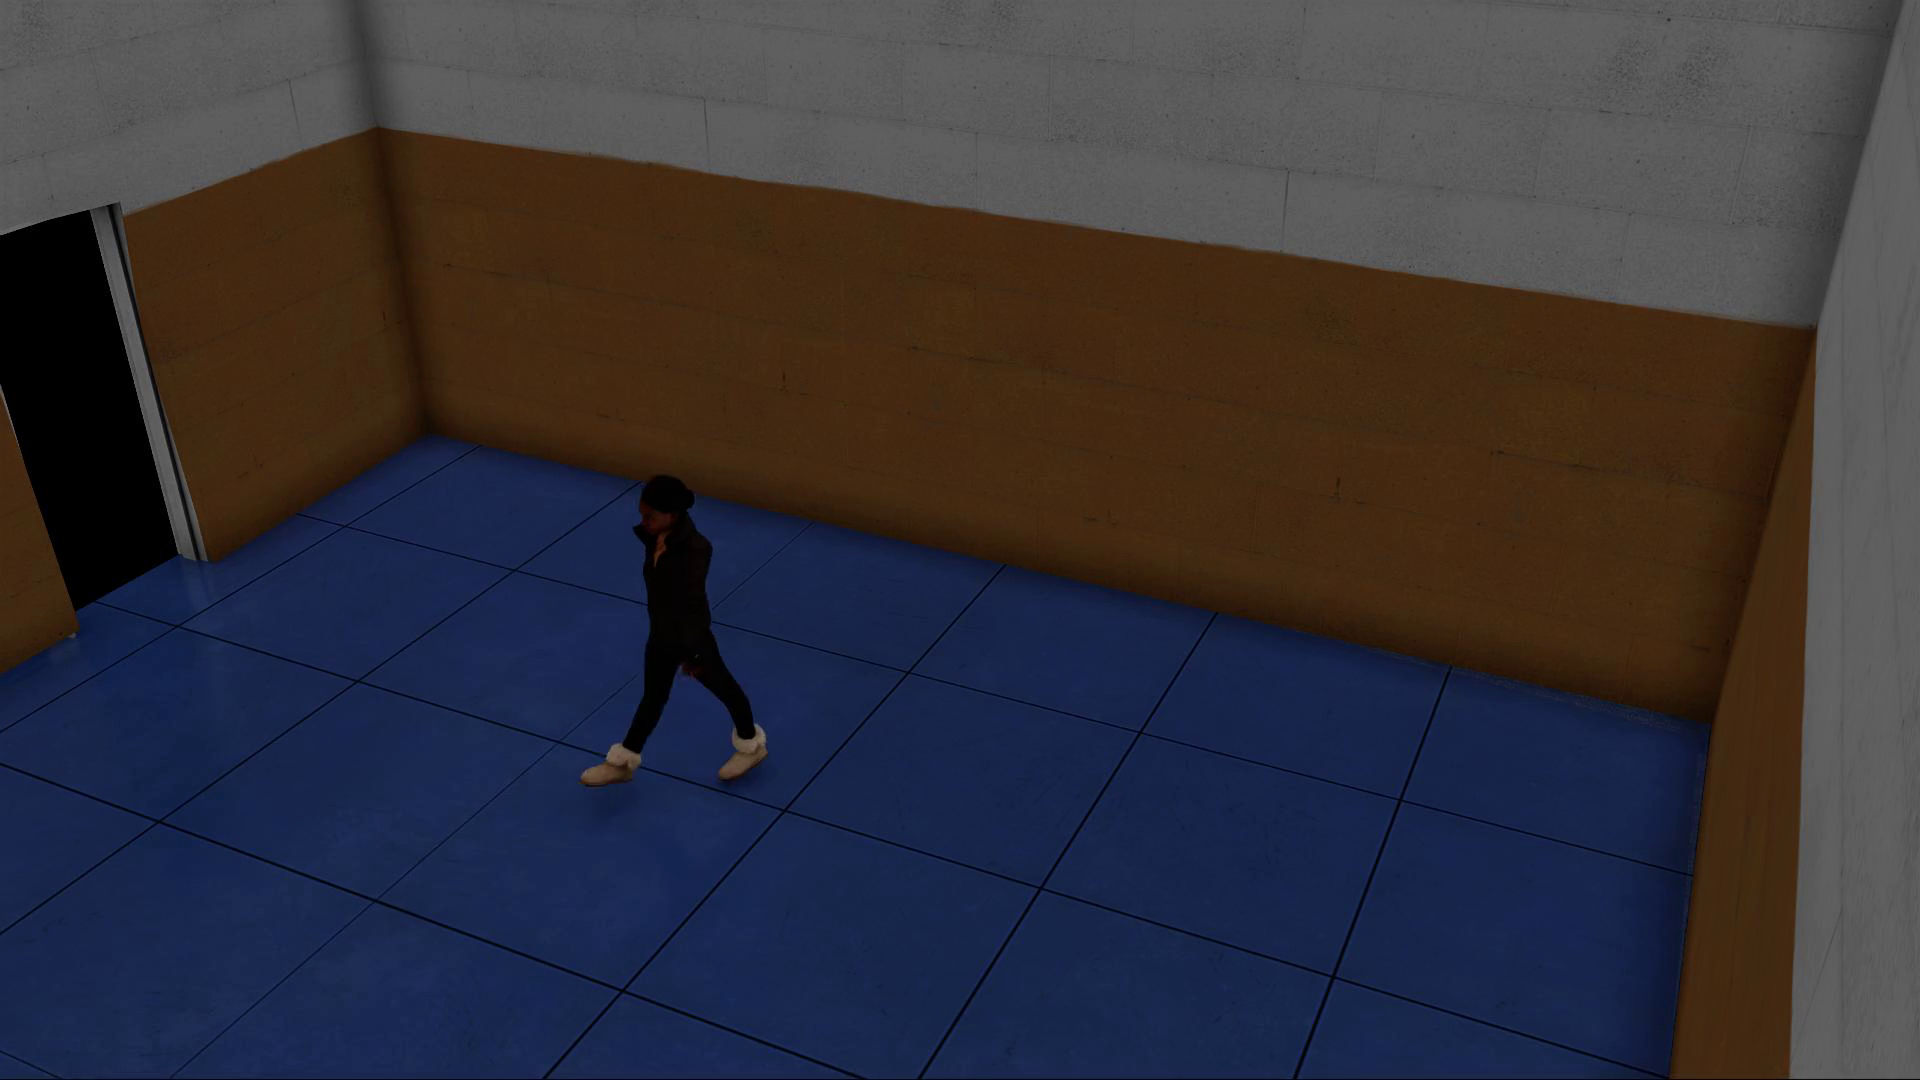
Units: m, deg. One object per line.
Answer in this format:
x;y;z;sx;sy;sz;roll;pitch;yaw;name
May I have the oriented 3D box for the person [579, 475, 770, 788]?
-1.405;0.511;7.738;0.949;1.635;1.117;-10;30;-18;person
